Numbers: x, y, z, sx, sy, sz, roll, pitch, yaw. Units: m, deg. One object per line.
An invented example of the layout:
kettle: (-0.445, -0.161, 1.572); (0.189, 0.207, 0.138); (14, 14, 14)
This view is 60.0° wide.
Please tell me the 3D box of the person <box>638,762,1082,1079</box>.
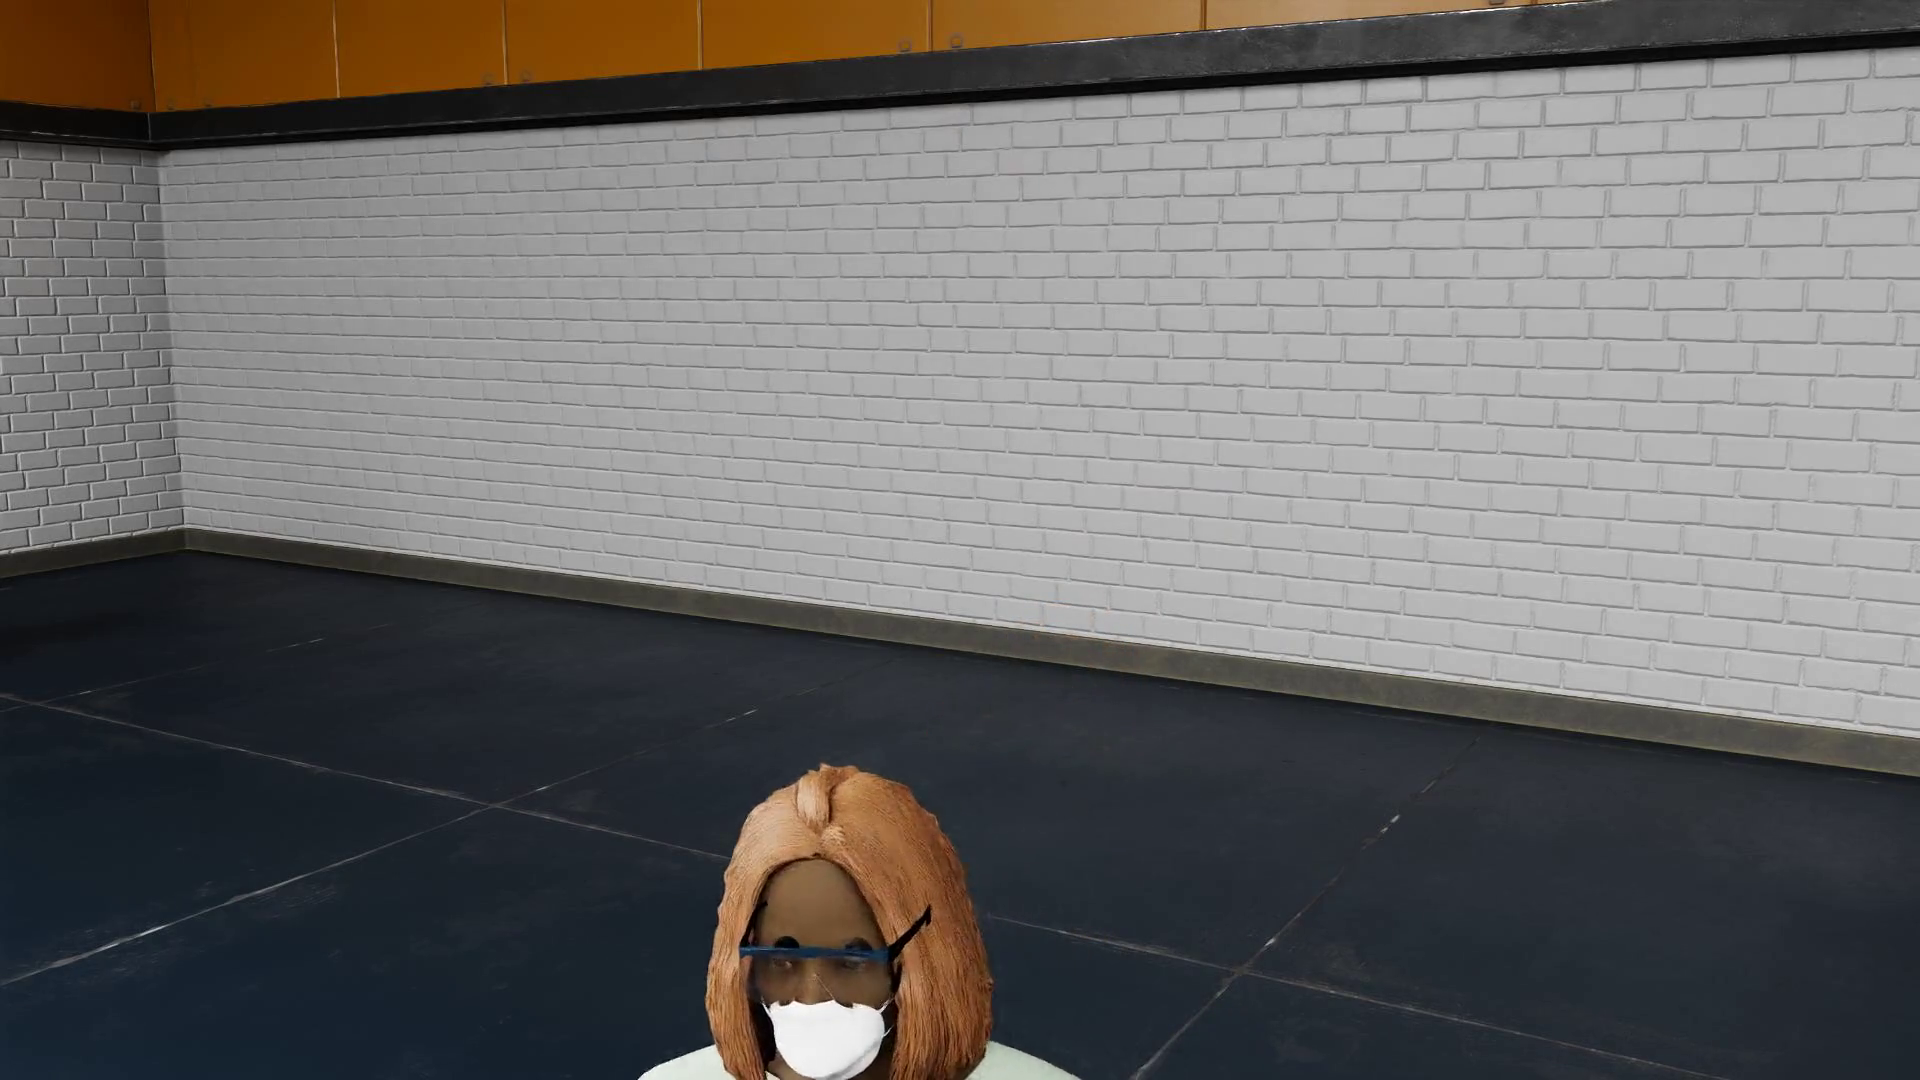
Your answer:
person: (-0.062, 0.972, 1.553); (0.513, 1.616, 0.586); (2, 9, 11)
